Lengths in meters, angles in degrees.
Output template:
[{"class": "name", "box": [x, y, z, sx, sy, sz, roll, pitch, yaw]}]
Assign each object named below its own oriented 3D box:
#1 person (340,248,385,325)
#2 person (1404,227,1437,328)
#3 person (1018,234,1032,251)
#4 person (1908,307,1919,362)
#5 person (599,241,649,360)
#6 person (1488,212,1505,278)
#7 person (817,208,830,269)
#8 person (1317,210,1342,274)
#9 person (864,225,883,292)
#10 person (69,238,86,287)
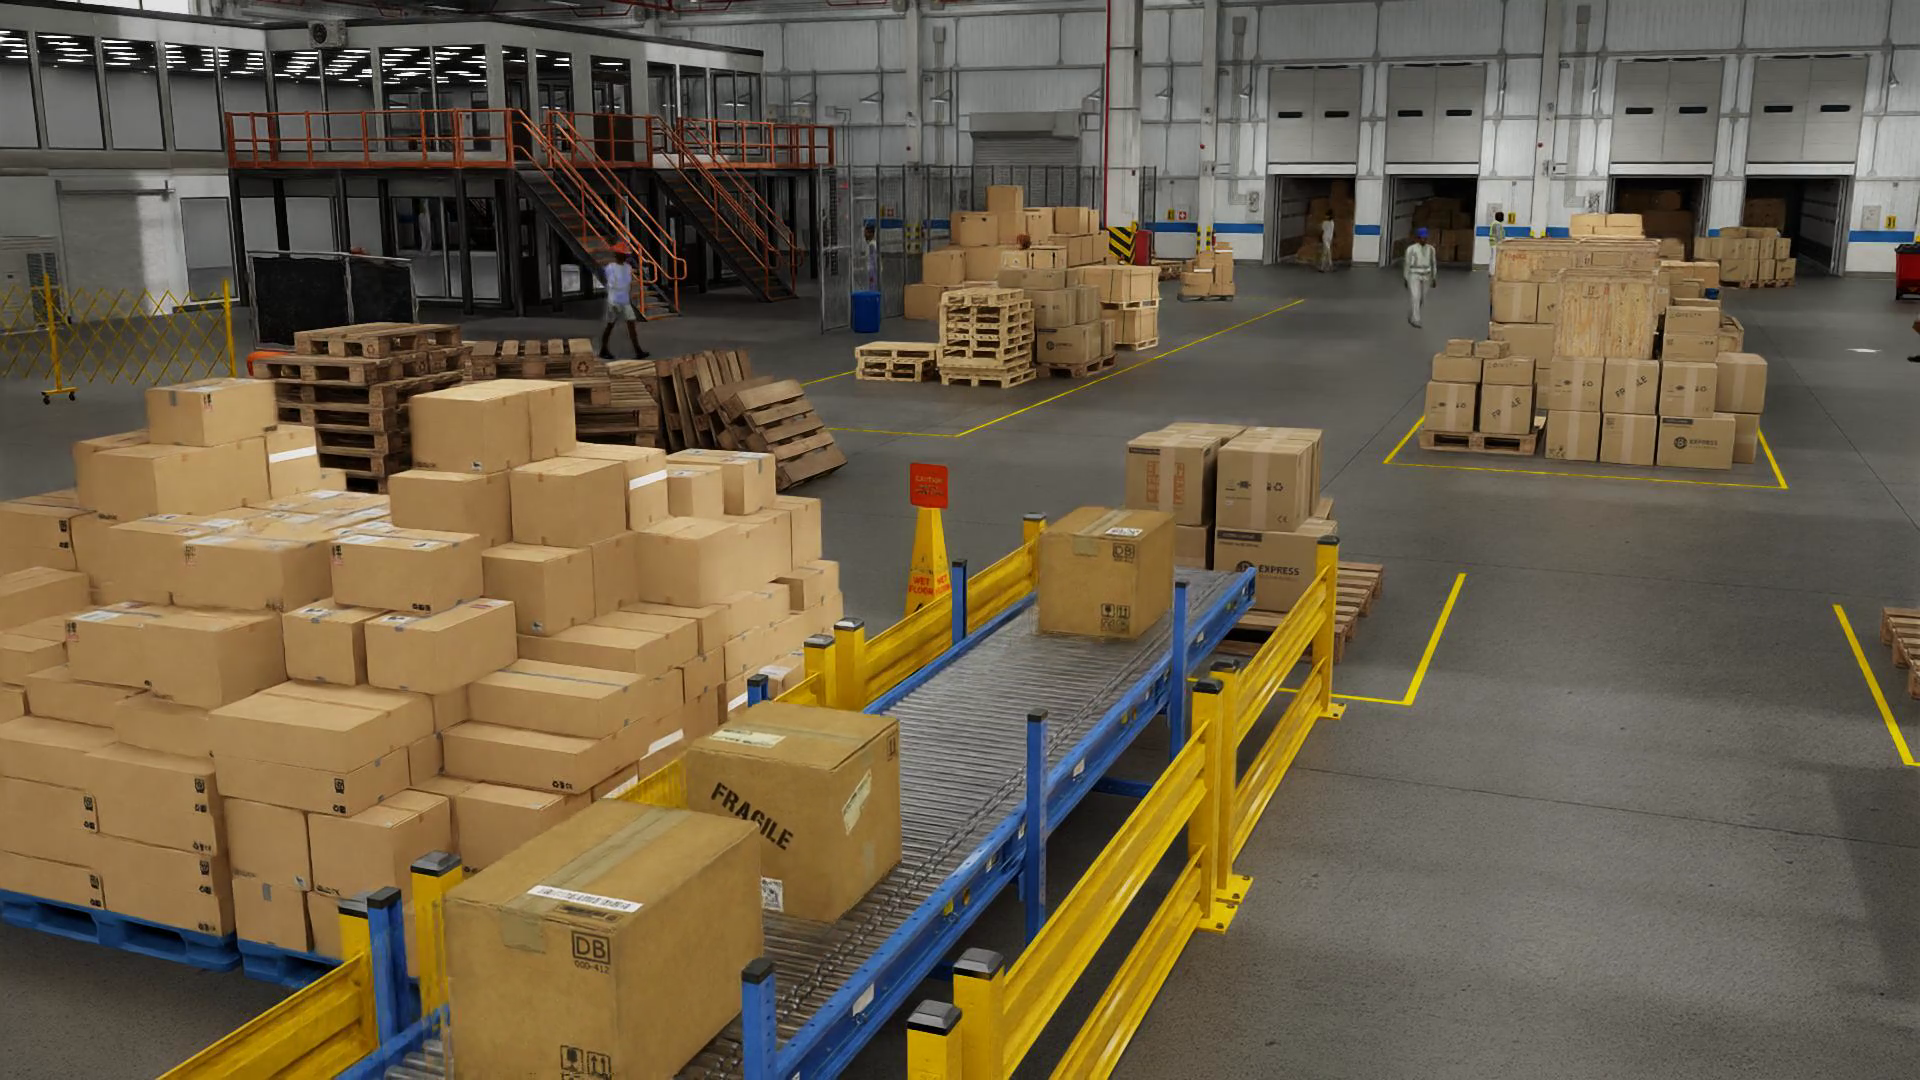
[{"class": "person", "box": [-9.027, -3.455, 25.050, 0.600, 1.829, 0.980, 1, 13, 2]}, {"class": "person", "box": [8.858, -5.085, 32.181, 0.610, 1.924, 0.813, -2, 13, -11]}, {"class": "person", "box": [1.095, -4.661, 30.416, 0.821, 1.859, 0.582, -3, 13, -14]}, {"class": "person", "box": [15.265, -3.732, 26.096, 0.552, 1.922, 0.474, -10, 16, -39]}, {"class": "person", "box": [-5.417, -3.799, 26.500, 1.008, 1.891, 0.551, 10, 16, 37]}, {"class": "person", "box": [15.085, -8.289, 46.717, 0.429, 1.842, 0.632, 2, 13, 7]}, {"class": "person", "box": [-4.196, -9.183, 50.716, 0.517, 1.844, 0.332, -9, 16, -36]}, {"class": "person", "box": [10.805, -8.669, 48.452, 0.555, 1.822, 0.946, -11, 17, -40]}, {"class": "person", "box": [-1.755, -5.428, 33.736, 0.397, 1.910, 0.587, 0, 13, 2]}, {"class": "person", "box": [-20.957, -6.534, 39.292, 0.464, 1.619, 0.524, -3, 13, -14]}]
